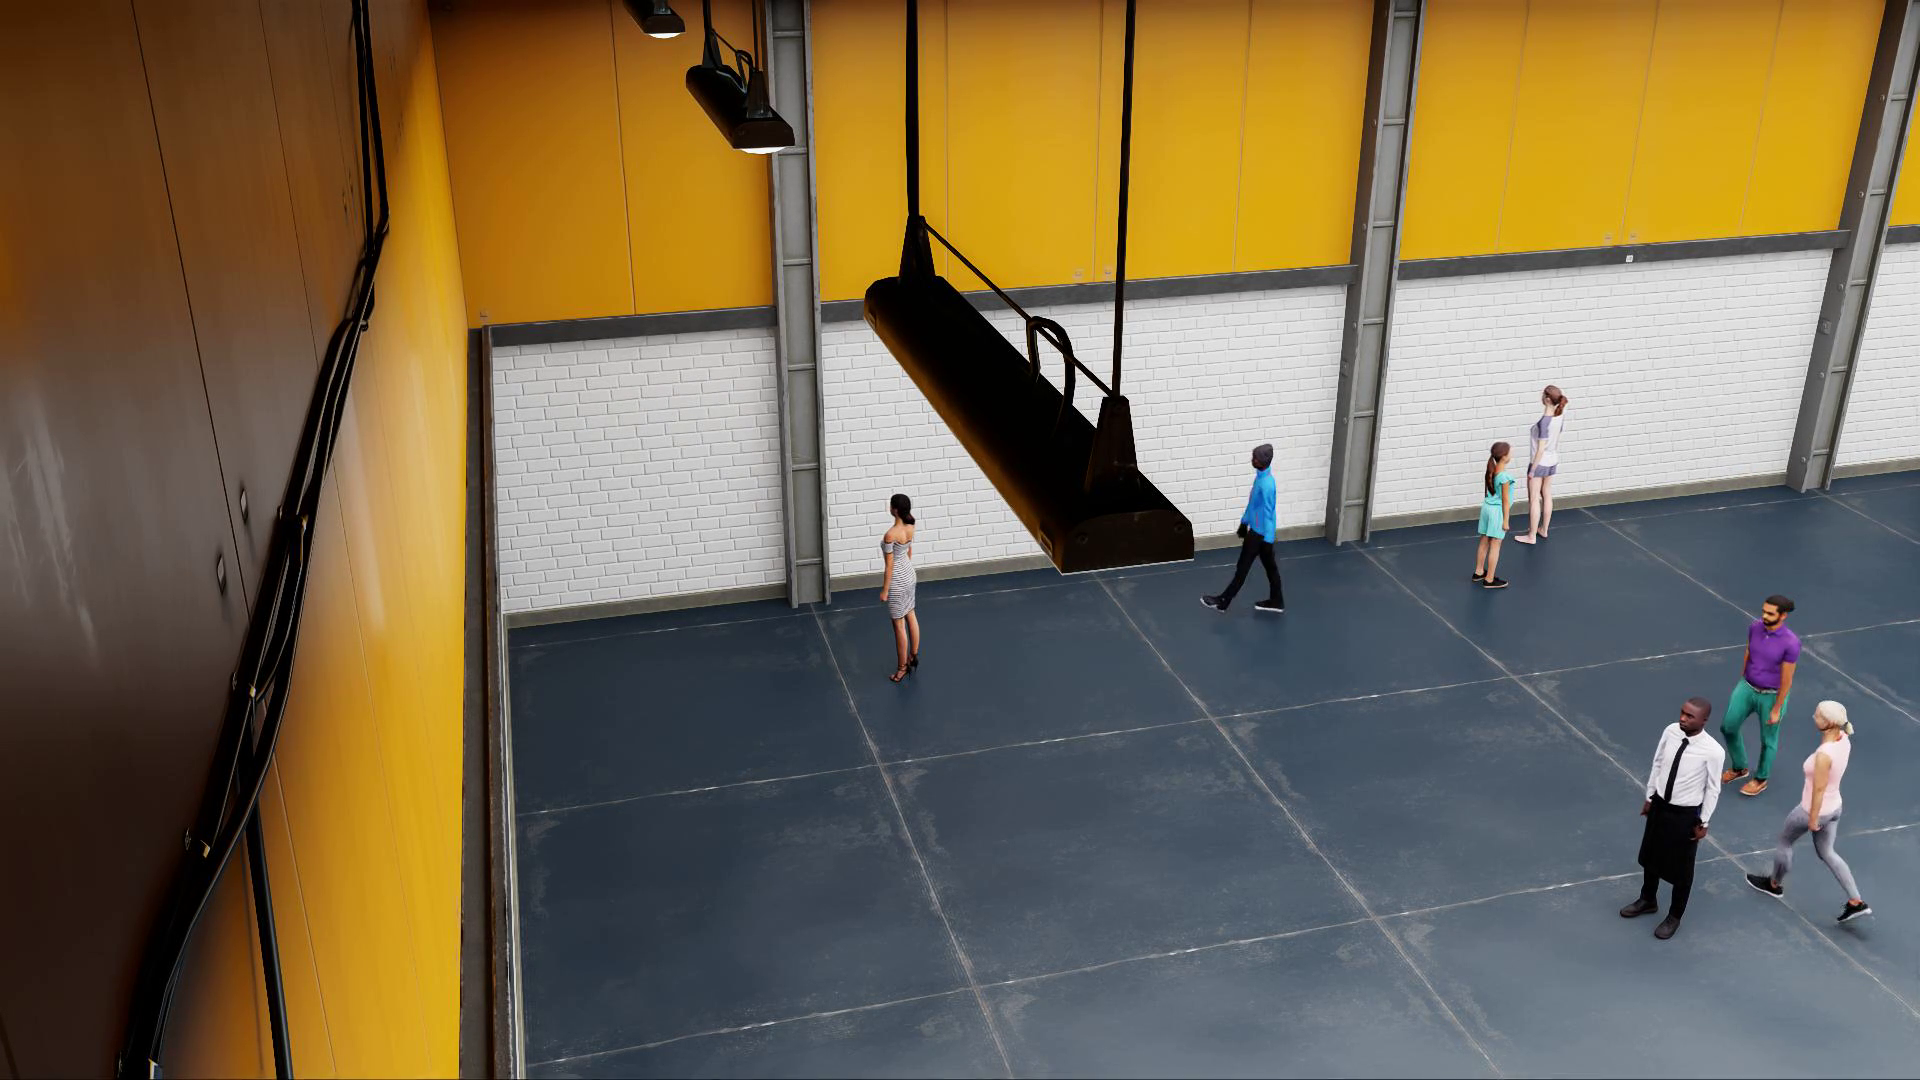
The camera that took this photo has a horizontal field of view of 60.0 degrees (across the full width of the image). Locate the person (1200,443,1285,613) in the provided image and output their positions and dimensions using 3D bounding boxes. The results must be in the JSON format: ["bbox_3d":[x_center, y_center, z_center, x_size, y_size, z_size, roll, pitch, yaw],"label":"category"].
[{"bbox_3d":[3.042,-0.074,16.252,1.160,1.761,0.878,1,24,3],"label":"person"}]

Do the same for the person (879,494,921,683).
[{"bbox_3d":[-0.525,0.418,15.051,0.734,1.822,0.677,13,27,27],"label":"person"}]

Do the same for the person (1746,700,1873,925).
[{"bbox_3d":[6.153,1.934,11.746,1.102,1.691,0.910,-16,28,-32],"label":"person"}]

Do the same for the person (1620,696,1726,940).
[{"bbox_3d":[5.024,1.904,11.634,0.632,1.836,0.702,-14,27,-29],"label":"person"}]

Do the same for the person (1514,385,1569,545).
[{"bbox_3d":[6.293,-0.824,17.961,0.618,1.766,0.723,-19,30,-37],"label":"person"}]

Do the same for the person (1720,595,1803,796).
[{"bbox_3d":[6.492,1.216,13.309,0.723,1.755,0.710,-15,28,-30],"label":"person"}]

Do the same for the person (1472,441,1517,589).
[{"bbox_3d":[5.460,-0.276,16.968,0.545,1.558,0.544,-7,25,-16],"label":"person"}]
